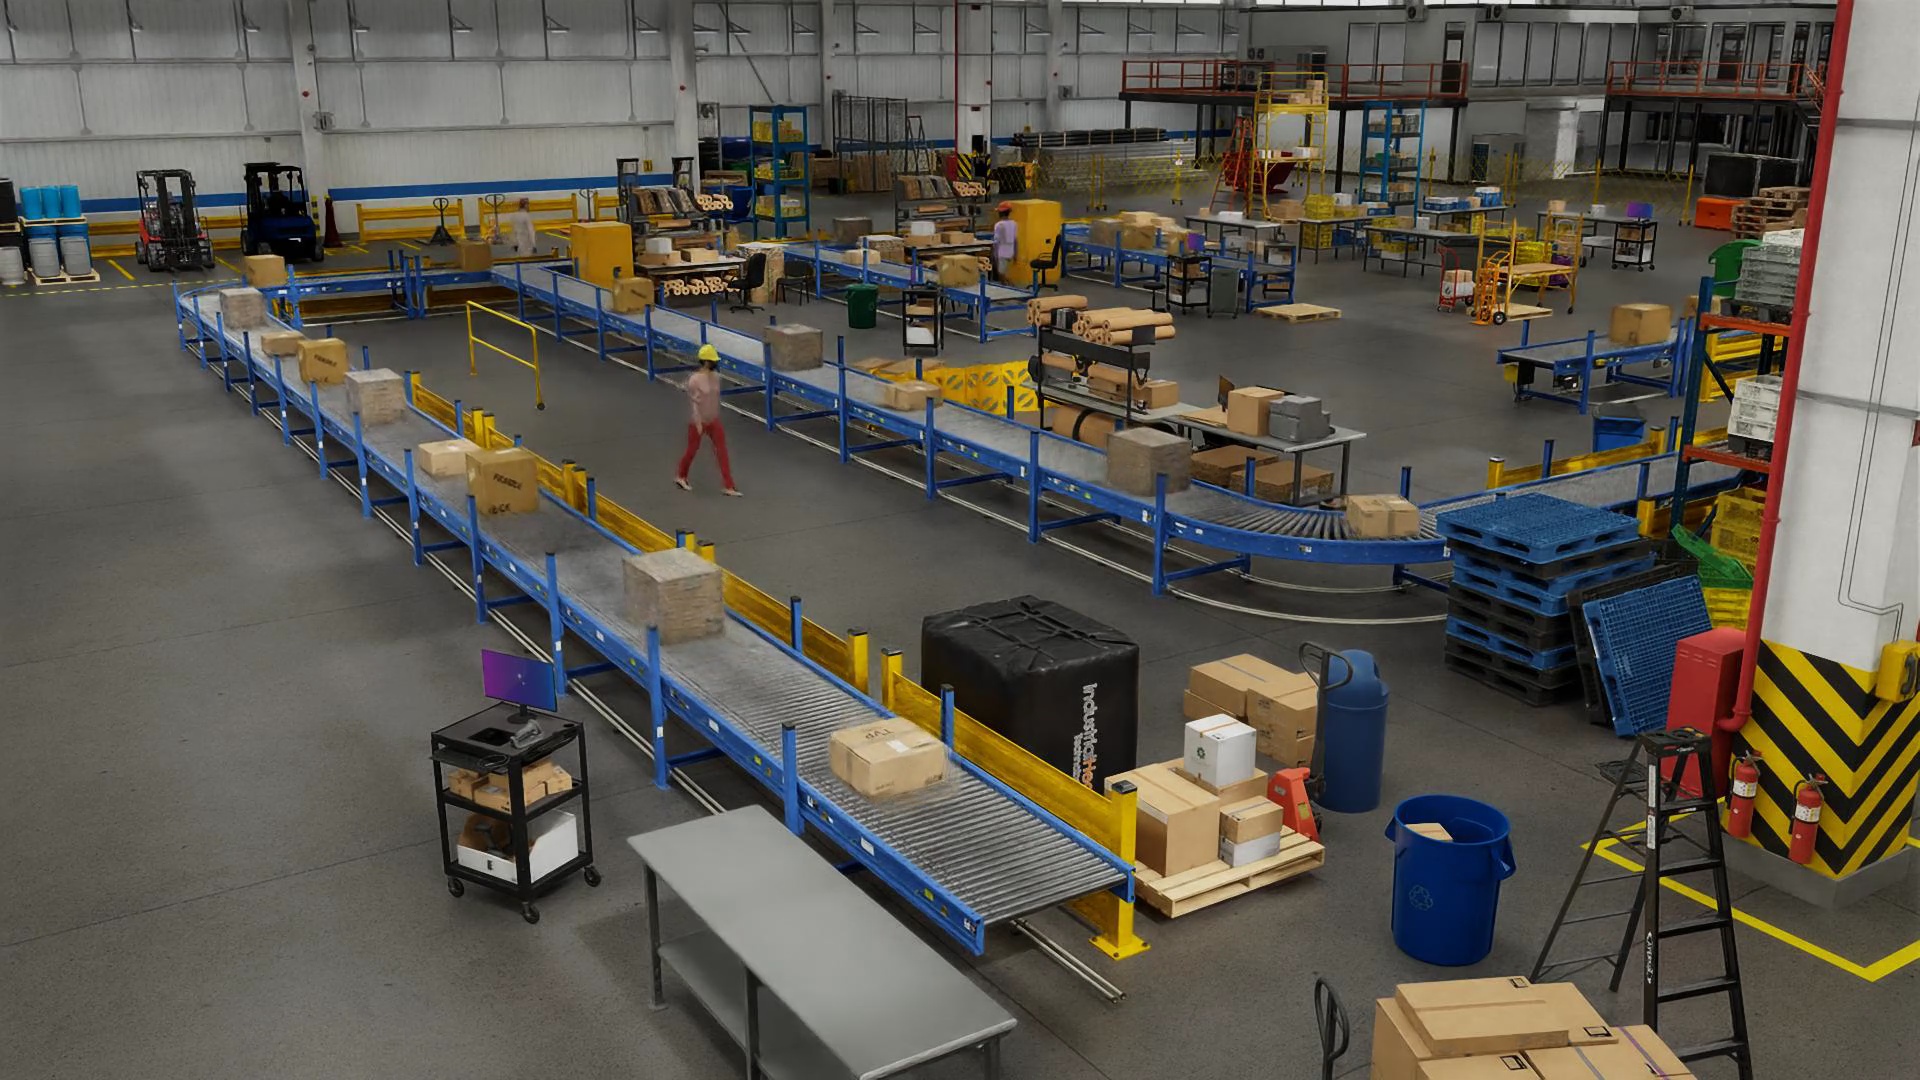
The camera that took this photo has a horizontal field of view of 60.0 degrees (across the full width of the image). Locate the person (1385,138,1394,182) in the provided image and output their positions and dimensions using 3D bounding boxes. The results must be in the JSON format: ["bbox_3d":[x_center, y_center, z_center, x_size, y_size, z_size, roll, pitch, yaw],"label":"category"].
[{"bbox_3d":[14.487,-12.714,56.288,0.514,1.845,0.337,-14,22,-40],"label":"person"}]

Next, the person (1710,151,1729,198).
[{"bbox_3d":[23.069,-10.924,50.481,0.544,1.750,0.412,-7,18,-22],"label":"person"}]

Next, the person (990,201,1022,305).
[{"bbox_3d":[0.917,-5.498,31.993,0.878,2.020,0.613,15,22,40],"label":"person"}]

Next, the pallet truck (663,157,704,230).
[{"bbox_3d":[-7.586,-9.308,44.692,0.823,1.965,1.885,-11,20,-33],"label":"pallet truck"}]

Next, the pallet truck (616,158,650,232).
[{"bbox_3d":[-8.918,-9.176,44.255,0.823,1.965,1.885,-9,19,-27],"label":"pallet truck"}]

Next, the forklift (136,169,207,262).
[{"bbox_3d":[-17.842,-7.318,37.559,1.157,1.987,2.680,-10,20,-31],"label":"forklift"}]

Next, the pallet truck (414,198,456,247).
[{"bbox_3d":[-13.250,-8.060,41.856,0.680,1.201,1.601,-10,20,-31],"label":"pallet truck"}]

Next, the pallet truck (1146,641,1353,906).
[{"bbox_3d":[1.664,1.407,10.232,1.630,1.274,0.653,-10,20,-31],"label":"pallet truck"}]

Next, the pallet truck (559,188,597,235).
[{"bbox_3d":[-10.010,-8.652,43.699,0.653,1.274,1.630,-10,20,-31],"label":"pallet truck"}]

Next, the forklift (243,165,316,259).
[{"bbox_3d":[-15.898,-7.669,38.708,1.157,1.987,2.680,-11,20,-33],"label":"forklift"}]

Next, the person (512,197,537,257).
[{"bbox_3d":[-9.021,-6.118,34.312,0.936,1.872,0.658,-14,22,-38],"label":"person"}]

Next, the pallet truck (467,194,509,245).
[{"bbox_3d":[-11.983,-8.177,42.137,0.704,1.261,1.522,-11,20,-33],"label":"pallet truck"}]

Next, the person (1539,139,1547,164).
[{"bbox_3d":[23.543,-15.903,66.823,0.798,1.874,0.673,-16,23,-43],"label":"person"}]

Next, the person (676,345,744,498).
[{"bbox_3d":[-2.883,-1.354,18.707,0.933,1.720,0.530,14,22,40],"label":"person"}]

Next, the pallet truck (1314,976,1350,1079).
[{"bbox_3d":[2.299,2.390,7.086,1.601,1.201,0.680,-2,17,-7],"label":"pallet truck"}]
